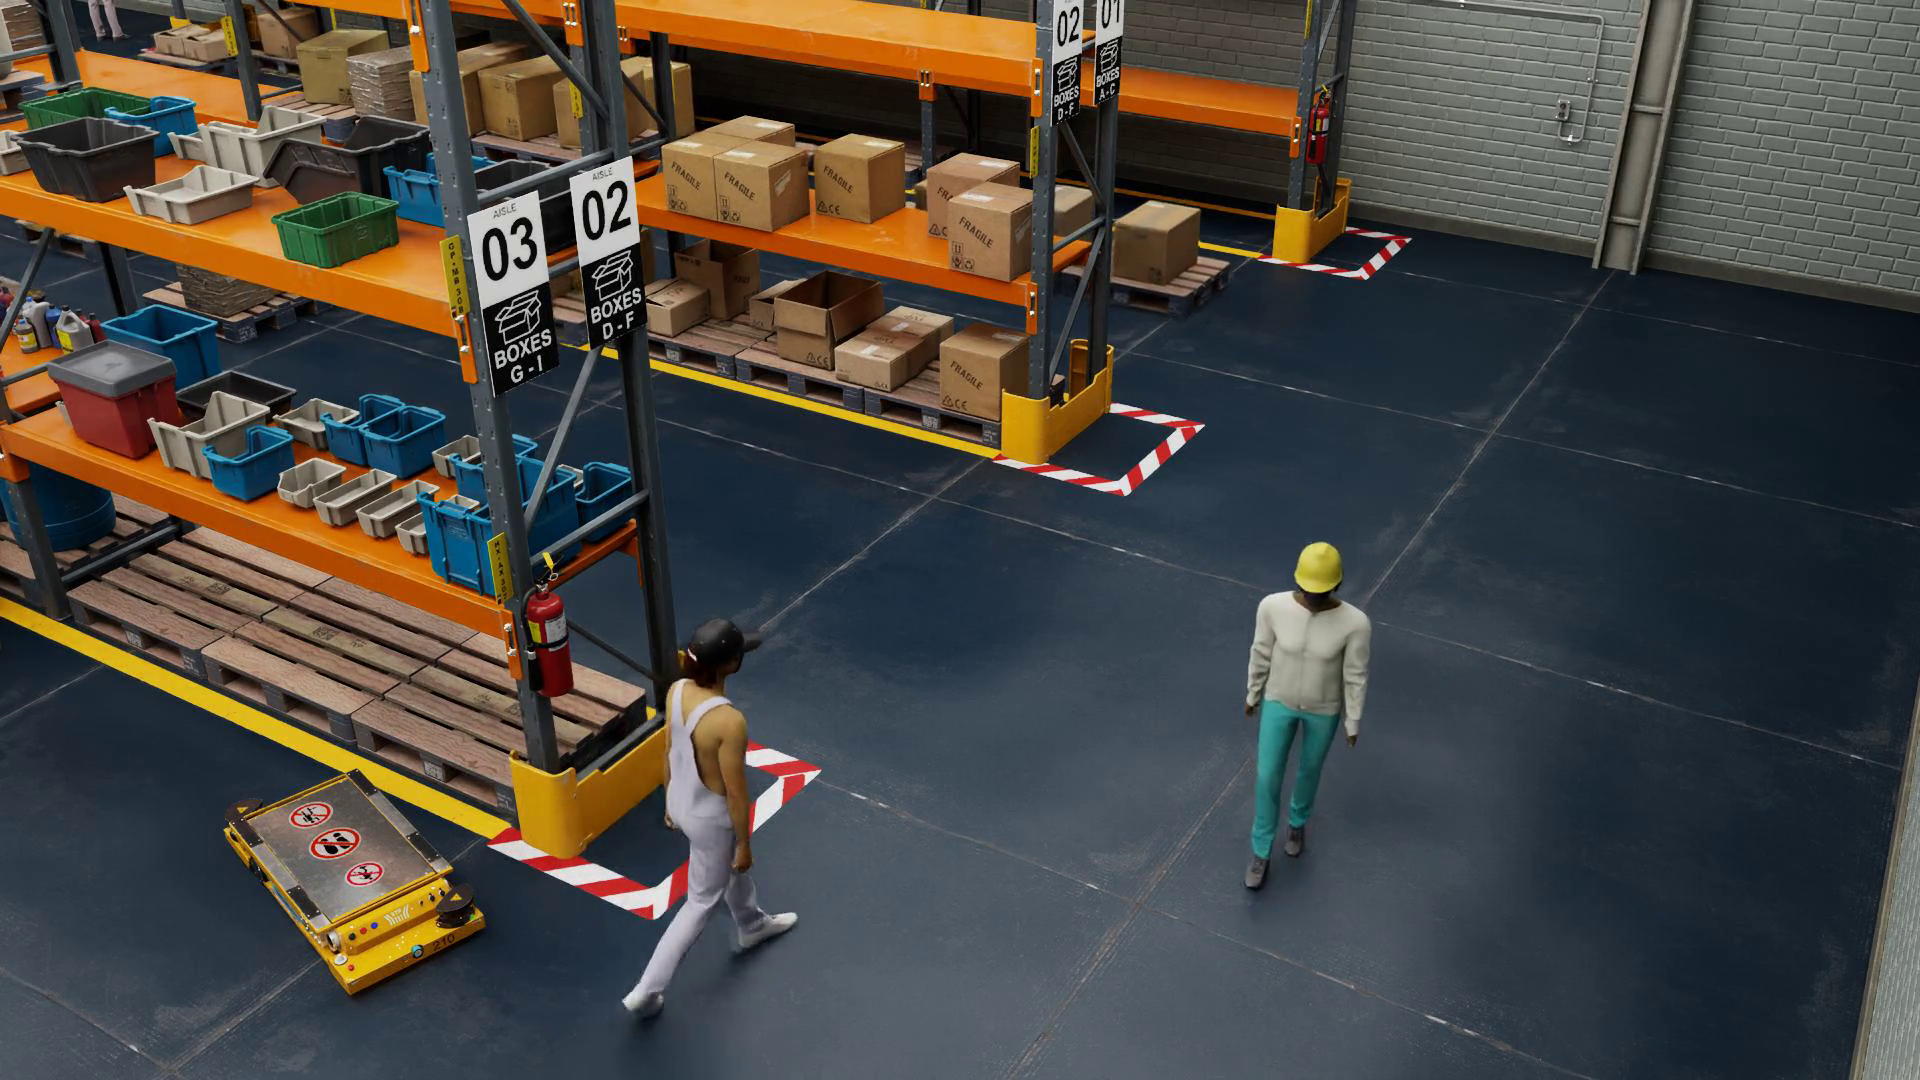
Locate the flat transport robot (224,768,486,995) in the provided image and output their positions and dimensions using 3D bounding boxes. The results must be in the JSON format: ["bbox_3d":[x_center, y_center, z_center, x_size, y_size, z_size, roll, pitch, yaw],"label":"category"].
[{"bbox_3d":[-2.885,1.553,7.847,0.659,0.231,1.431,-24,37,-36],"label":"flat transport robot"}]

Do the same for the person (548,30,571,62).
[{"bbox_3d":[-4.083,-4.428,17.147,0.713,1.659,0.318,10,31,18],"label":"person"}]

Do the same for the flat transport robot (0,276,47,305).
[{"bbox_3d":[-8.529,-2.071,14.350,1.431,0.231,0.659,18,34,30],"label":"flat transport robot"}]

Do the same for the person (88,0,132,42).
[{"bbox_3d":[-12.059,-7.894,23.177,0.571,1.843,0.376,4,29,7],"label":"person"}]

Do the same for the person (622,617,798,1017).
[{"bbox_3d":[-1.092,1.165,6.959,0.918,1.819,0.511,-24,37,-36],"label":"person"}]

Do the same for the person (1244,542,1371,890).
[{"bbox_3d":[1.568,0.821,7.634,0.546,1.740,0.713,7,30,13],"label":"person"}]
